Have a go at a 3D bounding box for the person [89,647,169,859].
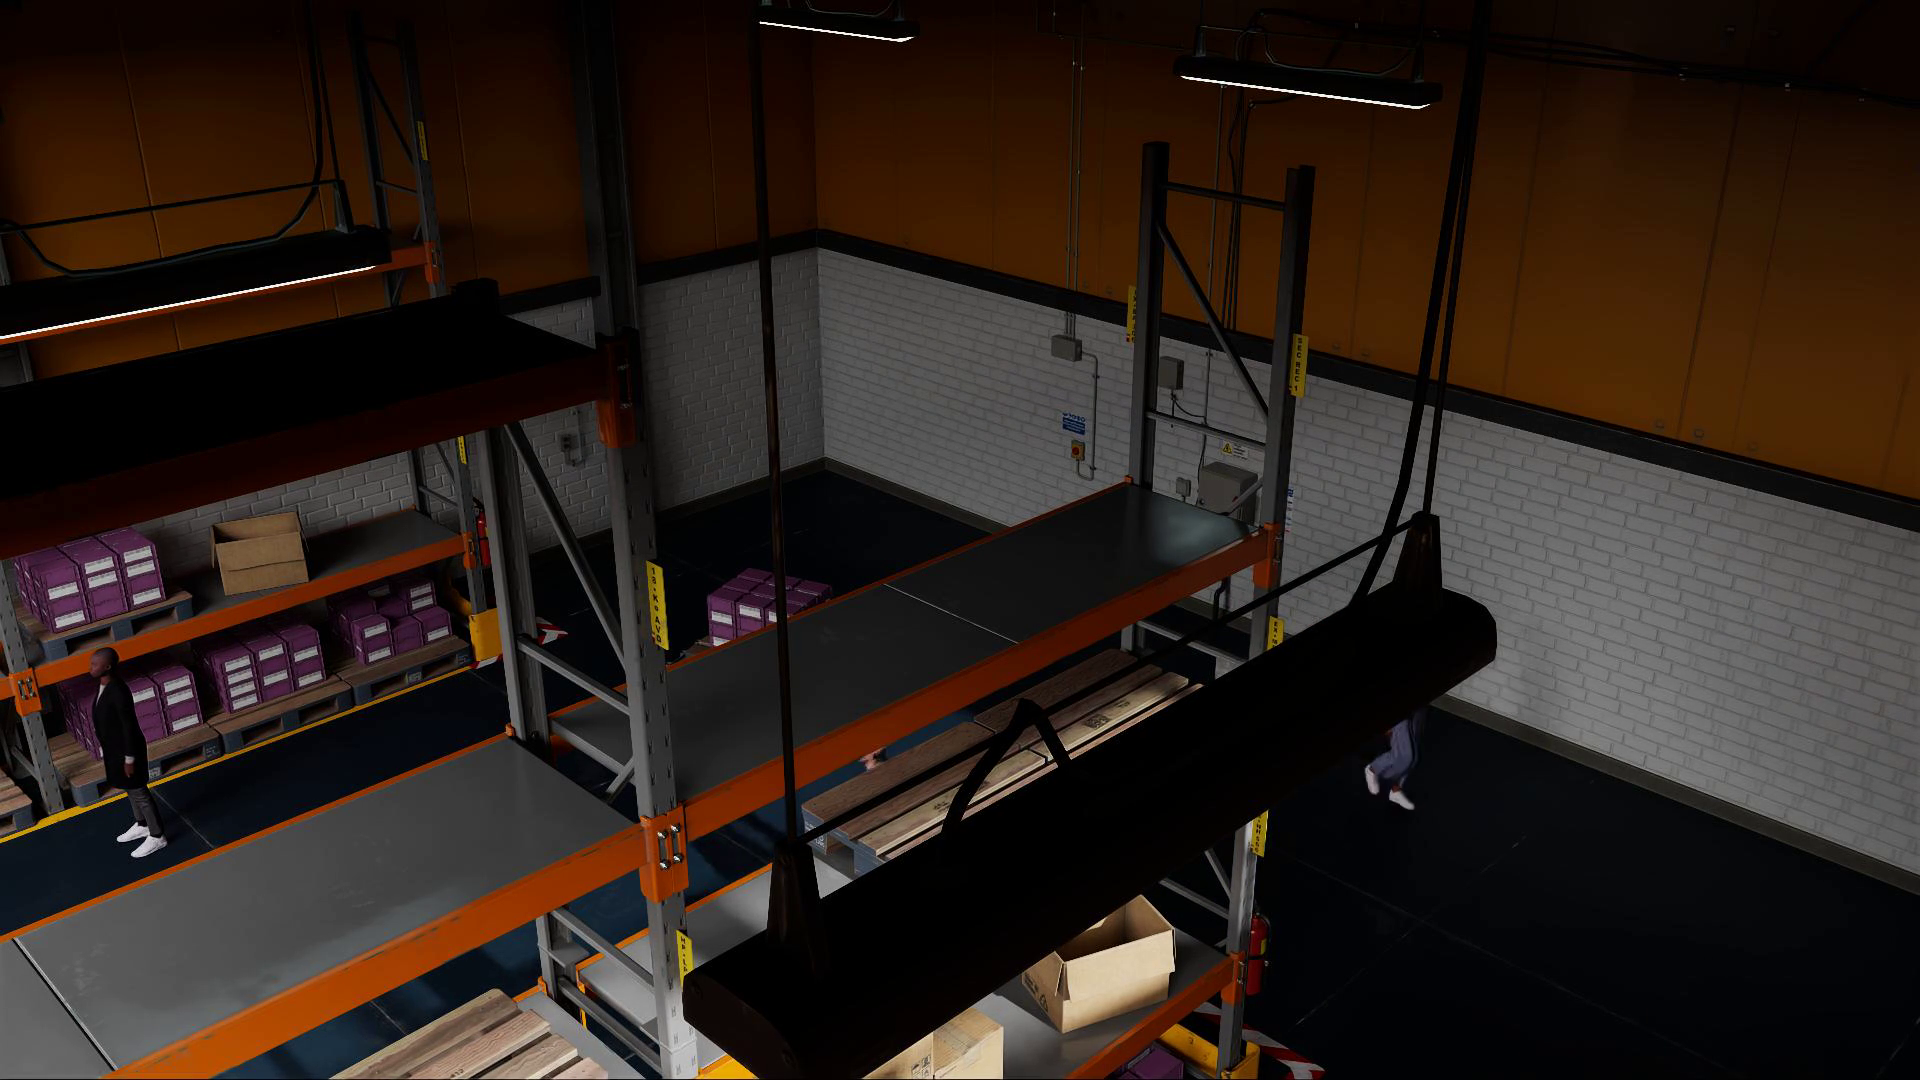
[{"bbox_3d":[-6.528,1.630,13.019,0.538,1.762,0.643,-21,31,-39],"label":"person"}]
